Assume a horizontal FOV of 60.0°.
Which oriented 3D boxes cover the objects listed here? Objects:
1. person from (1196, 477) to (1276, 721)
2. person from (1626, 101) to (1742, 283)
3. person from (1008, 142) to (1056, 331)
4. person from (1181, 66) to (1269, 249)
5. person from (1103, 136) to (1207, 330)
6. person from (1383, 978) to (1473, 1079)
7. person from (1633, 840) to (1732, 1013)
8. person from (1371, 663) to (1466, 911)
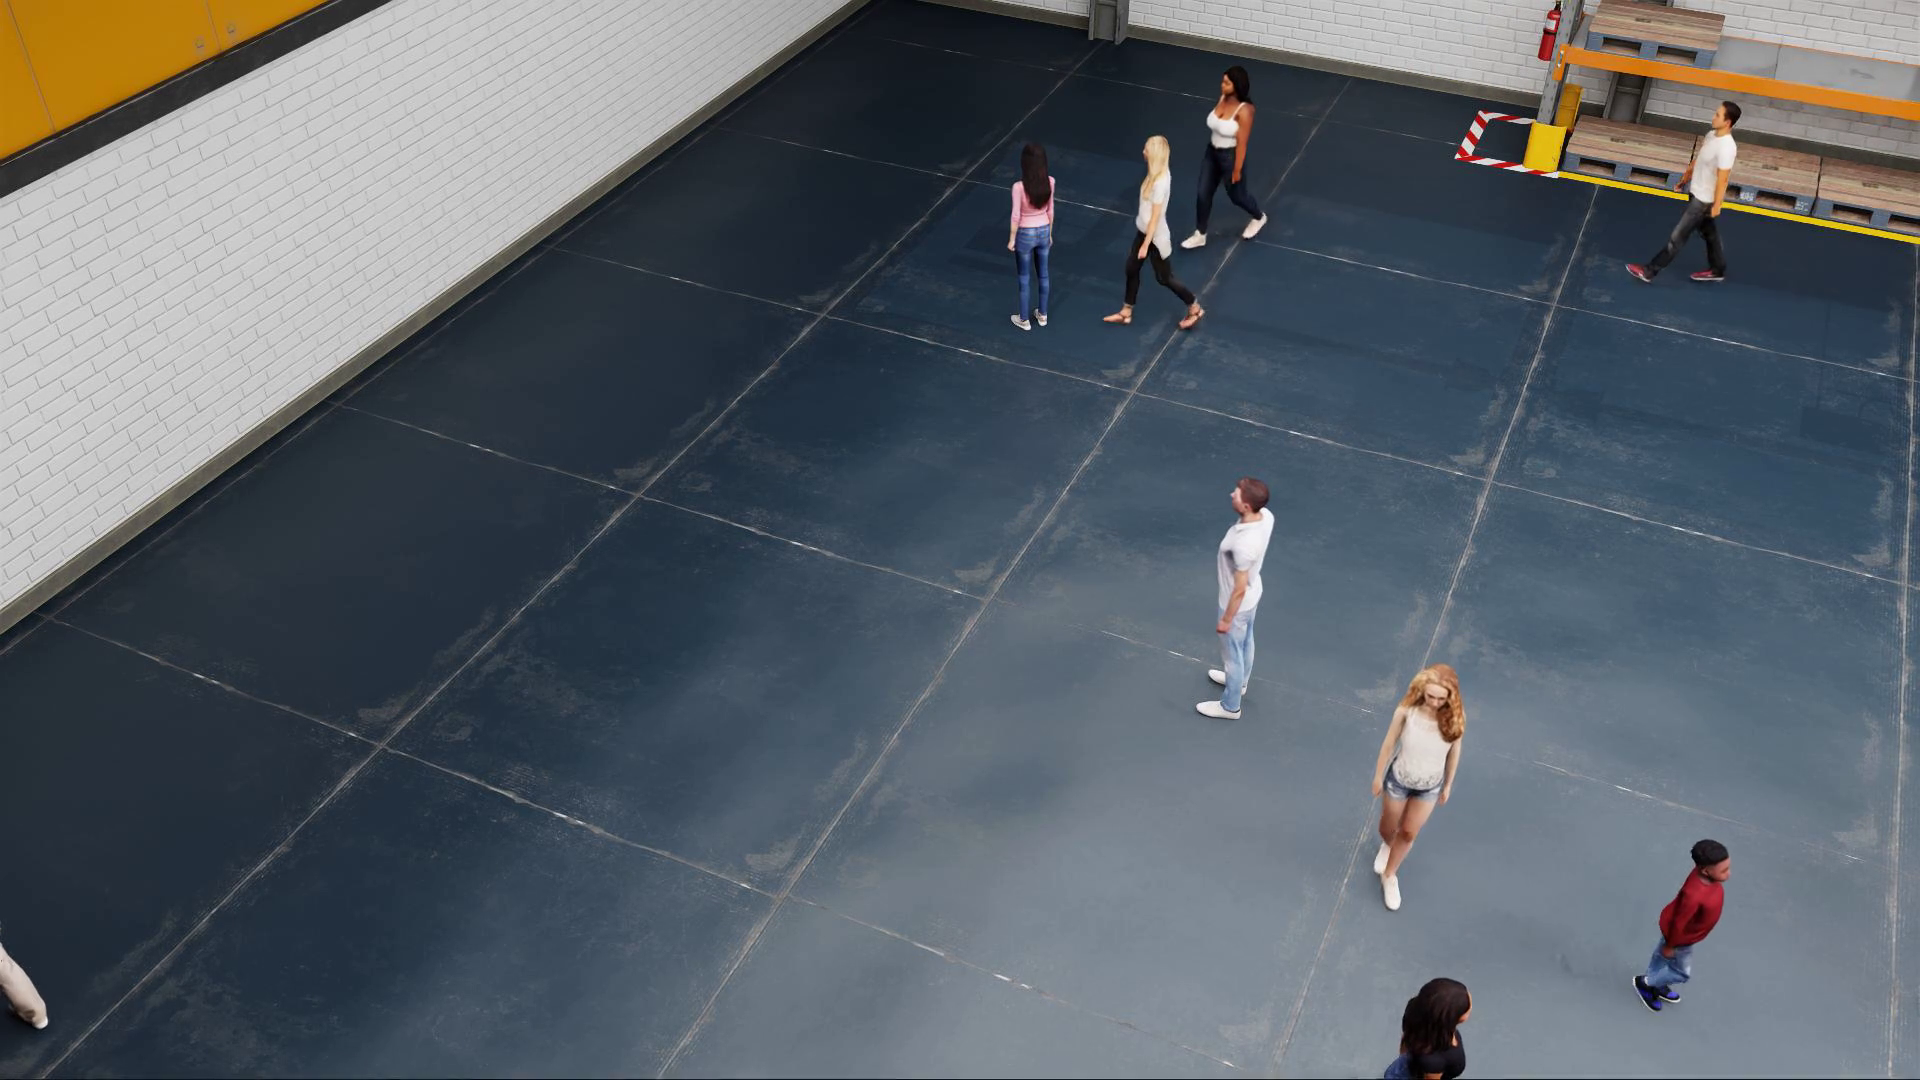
[{"bbox_3d":[1.792,0.368,10.611,0.522,1.851,0.642,16,41,19],"label":"person"},{"bbox_3d":[6.815,-3.084,15.007,1.230,1.759,0.876,5,39,7],"label":"person"},{"bbox_3d":[0.630,-2.645,14.471,0.648,1.742,0.696,-15,41,-18],"label":"person"},{"bbox_3d":[2.591,-3.575,15.606,1.143,1.779,1.159,-18,42,-21],"label":"person"},{"bbox_3d":[1.781,-2.608,14.384,1.201,1.793,0.972,-3,39,-4],"label":"person"},{"bbox_3d":[2.056,2.643,7.862,0.837,1.726,0.708,3,39,3],"label":"person"},{"bbox_3d":[3.846,2.055,8.981,0.531,1.249,0.545,25,45,28],"label":"person"},{"bbox_3d":[2.575,1.350,9.460,0.729,1.752,0.755,7,39,9],"label":"person"}]
